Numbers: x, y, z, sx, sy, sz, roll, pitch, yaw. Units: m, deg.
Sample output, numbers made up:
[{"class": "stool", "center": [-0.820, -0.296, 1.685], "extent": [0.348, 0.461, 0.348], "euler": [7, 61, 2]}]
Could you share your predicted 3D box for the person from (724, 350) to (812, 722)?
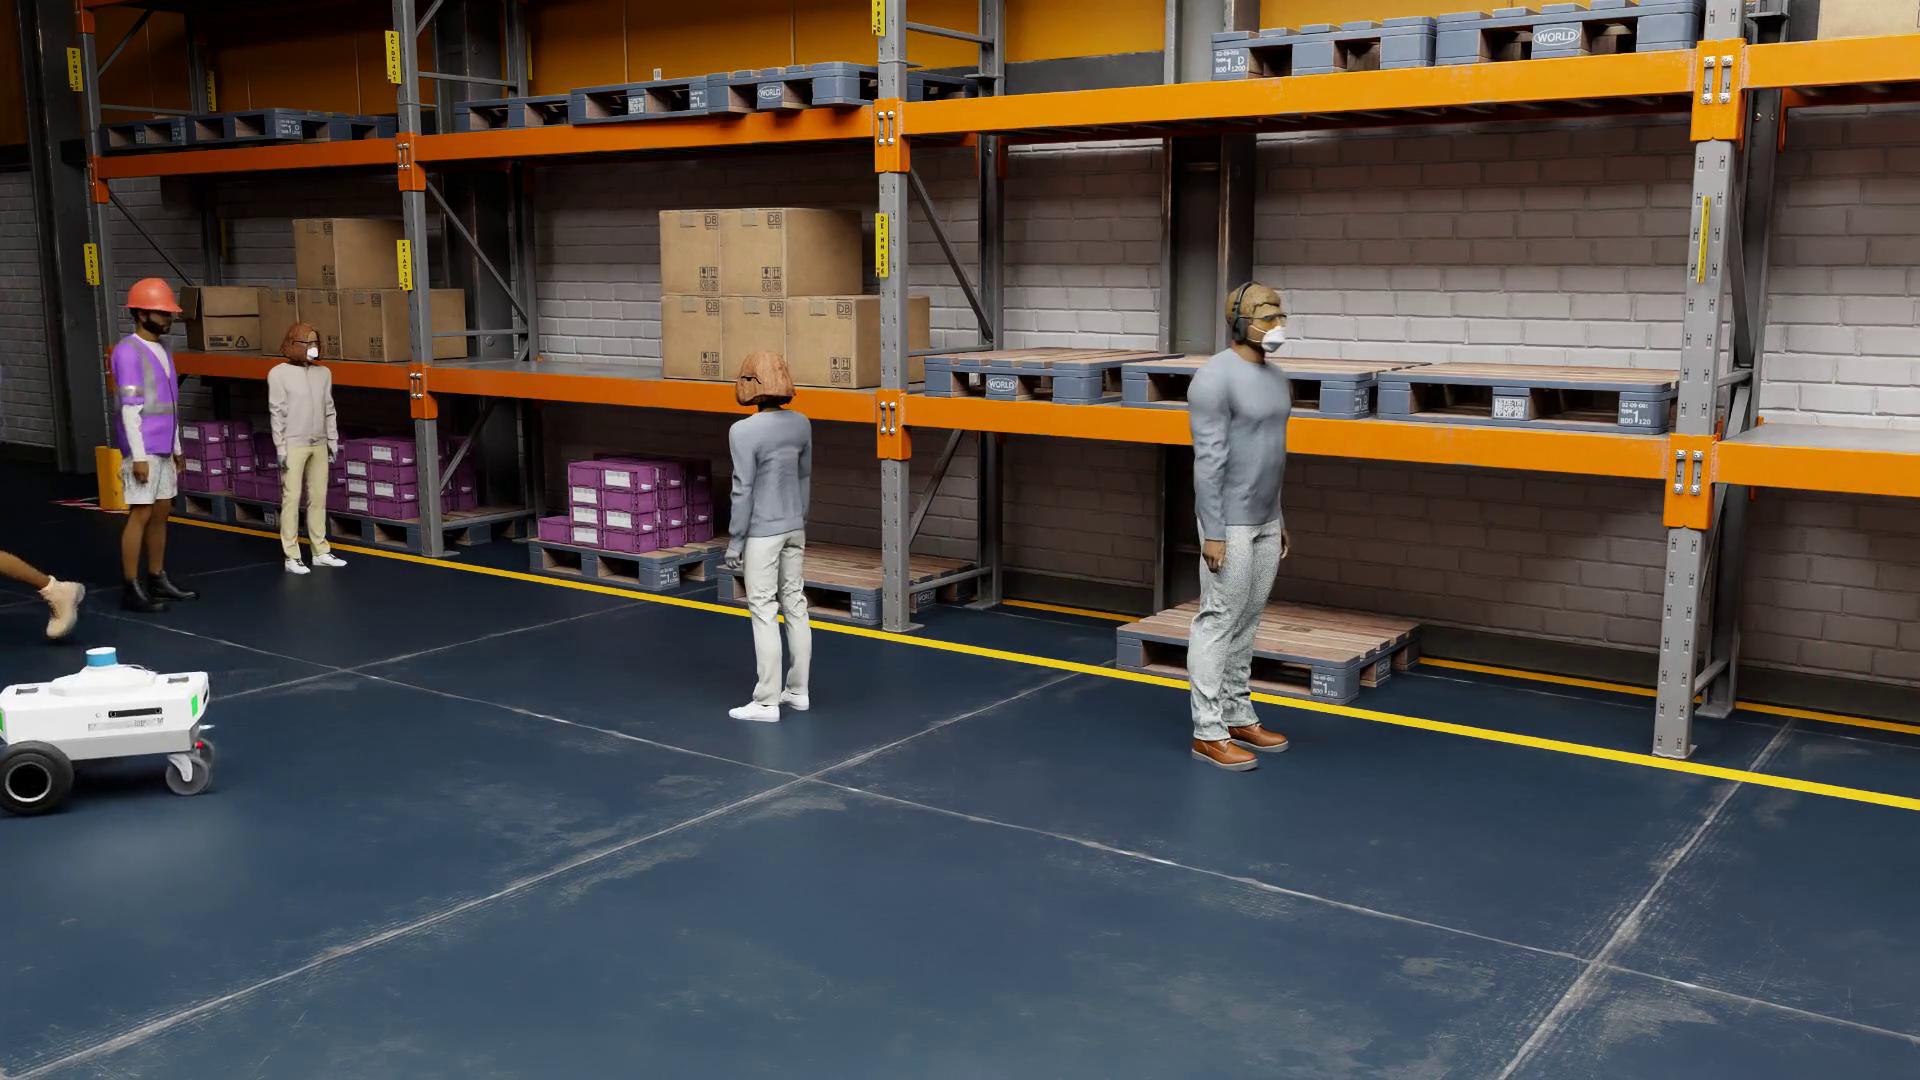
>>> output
[{"class": "person", "center": [-0.844, -0.016, 7.347], "extent": [0.279, 1.633, 0.501], "euler": [6, 11, 33]}]

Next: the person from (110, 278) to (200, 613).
[{"class": "person", "center": [-4.665, -0.547, 9.654], "extent": [0.419, 1.927, 0.550], "euler": [0, 10, 1]}]

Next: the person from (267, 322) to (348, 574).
[{"class": "person", "center": [-4.261, -0.599, 10.845], "extent": [0.277, 1.628, 0.500], "euler": [5, 11, 29]}]

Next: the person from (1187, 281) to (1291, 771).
[{"class": "person", "center": [1.143, -0.063, 6.713], "extent": [0.371, 1.941, 0.627], "euler": [7, 12, 36]}]

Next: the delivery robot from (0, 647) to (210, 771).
[{"class": "delivery robot", "center": [-3.233, 0.651, 6.300], "extent": [0.707, 0.478, 0.477], "euler": [-3, 10, -19]}]

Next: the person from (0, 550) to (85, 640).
[{"class": "person", "center": [-4.949, -0.370, 8.343], "extent": [0.607, 2.020, 0.809], "euler": [8, 12, 38]}]
